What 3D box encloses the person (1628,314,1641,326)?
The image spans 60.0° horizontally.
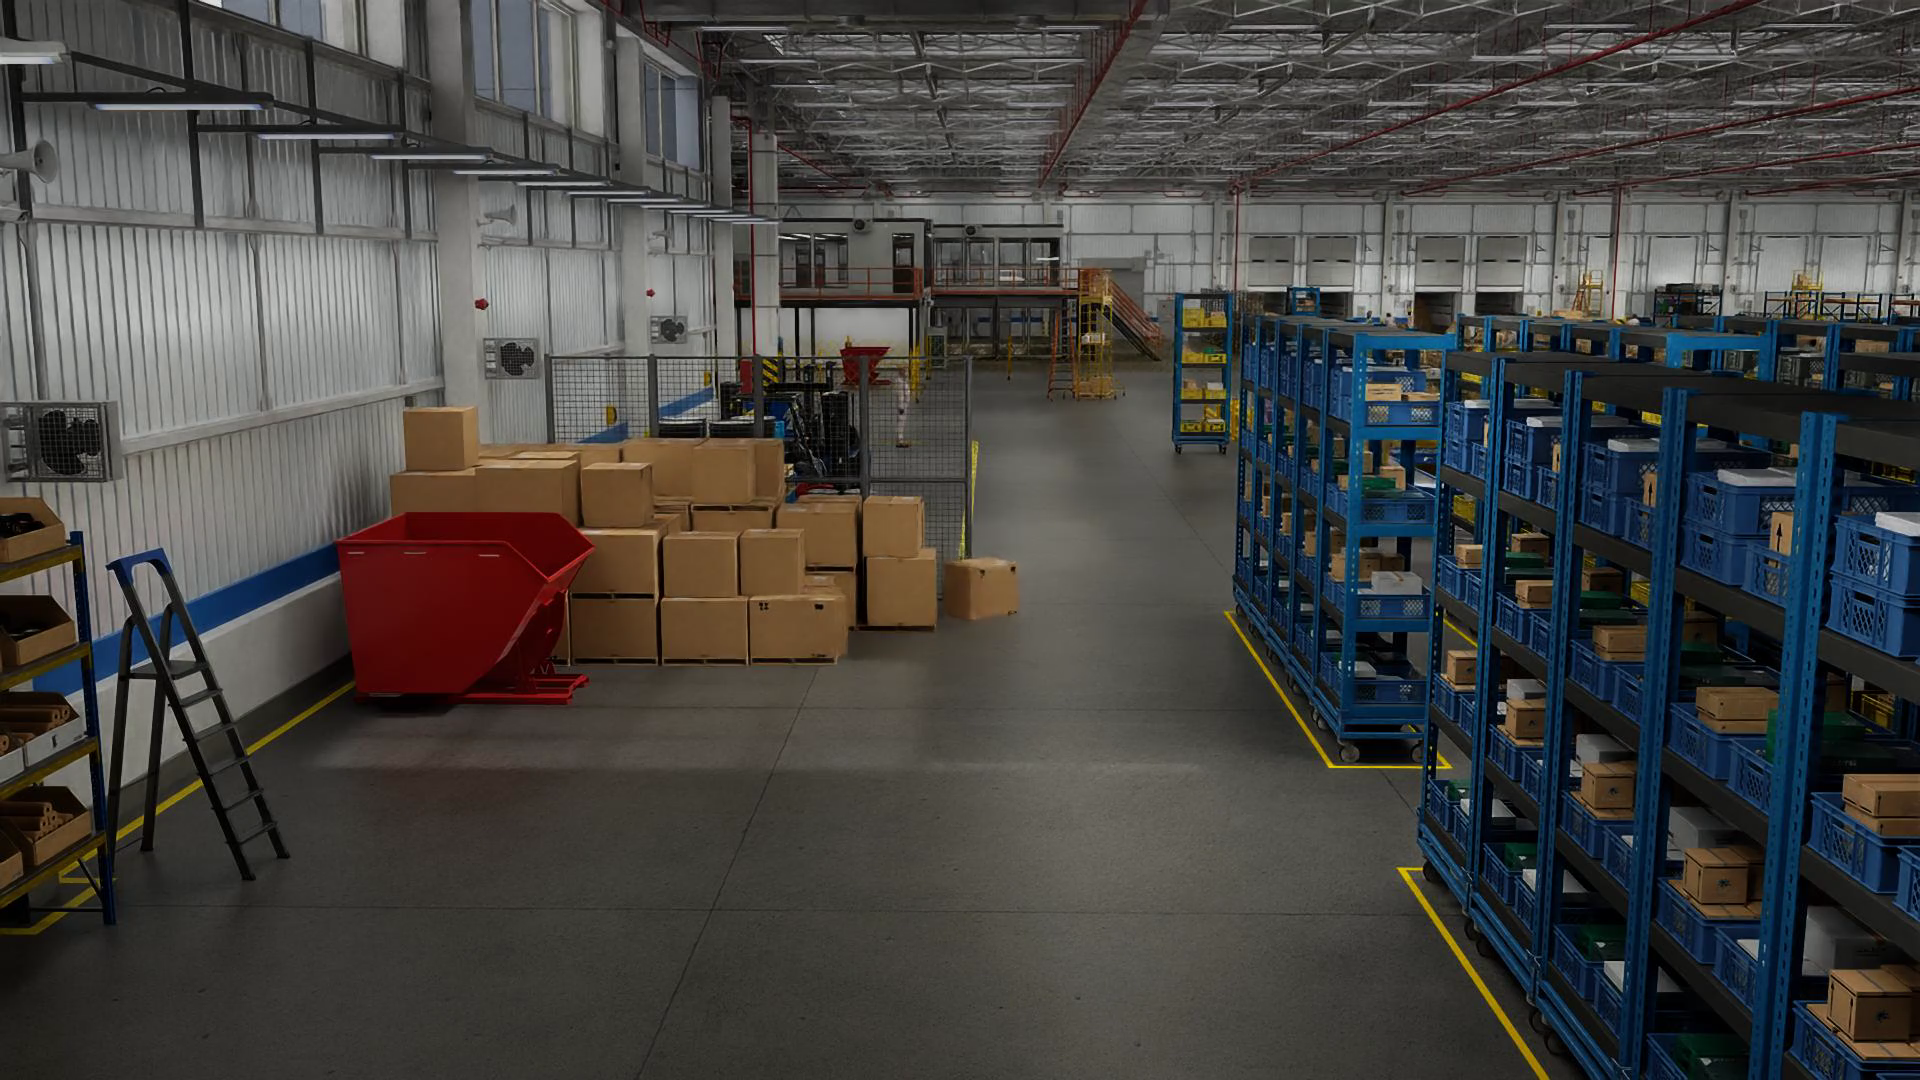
[{"bbox_3d":[34.521,-10.609,85.063,1.034,1.880,0.664,-9,13,-43],"label":"person"}]

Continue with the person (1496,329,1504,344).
[{"bbox_3d":[21.711,-7.743,67.225,0.552,1.935,0.367,5,11,29],"label":"person"}]

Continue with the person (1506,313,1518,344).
[{"bbox_3d":[30.054,-11.390,90.169,0.941,1.808,0.636,8,12,39],"label":"person"}]

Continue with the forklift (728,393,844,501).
[{"bbox_3d":[-2.979,-1.316,26.476,2.680,1.987,1.157,0,9,1],"label":"forklift"}]

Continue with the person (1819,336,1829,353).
[{"bbox_3d":[34.778,-7.625,66.801,0.523,1.853,0.698,6,11,34],"label":"person"}]

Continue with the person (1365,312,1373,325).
[{"bbox_3d":[21.233,-10.864,86.443,0.394,1.946,0.616,-2,9,-11],"label":"person"}]

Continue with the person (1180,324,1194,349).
[{"bbox_3d":[11.734,-10.710,85.833,1.000,1.830,0.592,-4,10,-24],"label":"person"}]

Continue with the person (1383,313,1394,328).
[{"bbox_3d":[23.479,-11.580,91.332,0.644,1.787,1.003,-4,10,-21],"label":"person"}]

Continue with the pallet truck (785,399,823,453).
[{"bbox_3d":[-3.814,-2.432,36.419,1.630,1.274,0.653,0,9,1],"label":"pallet truck"}]

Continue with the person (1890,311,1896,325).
[{"bbox_3d":[51.830,-11.791,92.285,0.619,1.915,0.571,-6,11,-32],"label":"person"}]

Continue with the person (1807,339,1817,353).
[{"bbox_3d":[30.340,-6.330,59.268,0.393,1.677,0.547,0,9,2],"label":"person"}]

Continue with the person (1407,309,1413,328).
[{"bbox_3d":[25.584,-12.172,94.614,0.396,1.918,0.589,5,11,30],"label":"person"}]

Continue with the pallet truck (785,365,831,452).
[{"bbox_3d":[-3.774,-2.976,37.635,1.885,1.965,0.823,1,9,5],"label":"pallet truck"}]

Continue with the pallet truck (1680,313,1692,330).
[{"bbox_3d":[36.315,-10.531,84.244,0.823,1.965,1.885,-6,11,-33],"label":"pallet truck"}]

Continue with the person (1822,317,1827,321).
[{"bbox_3d":[41.347,-9.727,79.626,0.608,1.876,0.959,0,9,-2],"label":"person"}]

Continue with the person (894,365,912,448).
[{"bbox_3d":[-1.327,-3.112,38.759,0.401,1.906,0.651,0,9,3],"label":"person"}]

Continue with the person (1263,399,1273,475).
[{"bbox_3d":[6.272,-2.320,33.445,0.369,2.046,0.606,2,9,10],"label":"person"}]

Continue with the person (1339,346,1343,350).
[{"bbox_3d":[15.043,-7.432,65.520,0.328,1.872,0.514,-2,9,-12],"label":"person"}]

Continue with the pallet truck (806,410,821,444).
[{"bbox_3d":[-3.559,-2.018,33.905,1.522,1.261,0.704,0,9,-1],"label":"pallet truck"}]

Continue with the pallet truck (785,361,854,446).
[{"bbox_3d":[-3.410,-3.193,38.978,1.885,1.965,0.823,0,9,-1],"label":"pallet truck"}]

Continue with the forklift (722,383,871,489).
[{"bbox_3d":[-2.893,-1.687,28.729,2.680,1.987,1.157,0,9,-1],"label":"forklift"}]

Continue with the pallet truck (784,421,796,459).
[{"bbox_3d":[-4.013,-1.793,32.705,1.601,1.201,0.680,0,9,1],"label":"pallet truck"}]
